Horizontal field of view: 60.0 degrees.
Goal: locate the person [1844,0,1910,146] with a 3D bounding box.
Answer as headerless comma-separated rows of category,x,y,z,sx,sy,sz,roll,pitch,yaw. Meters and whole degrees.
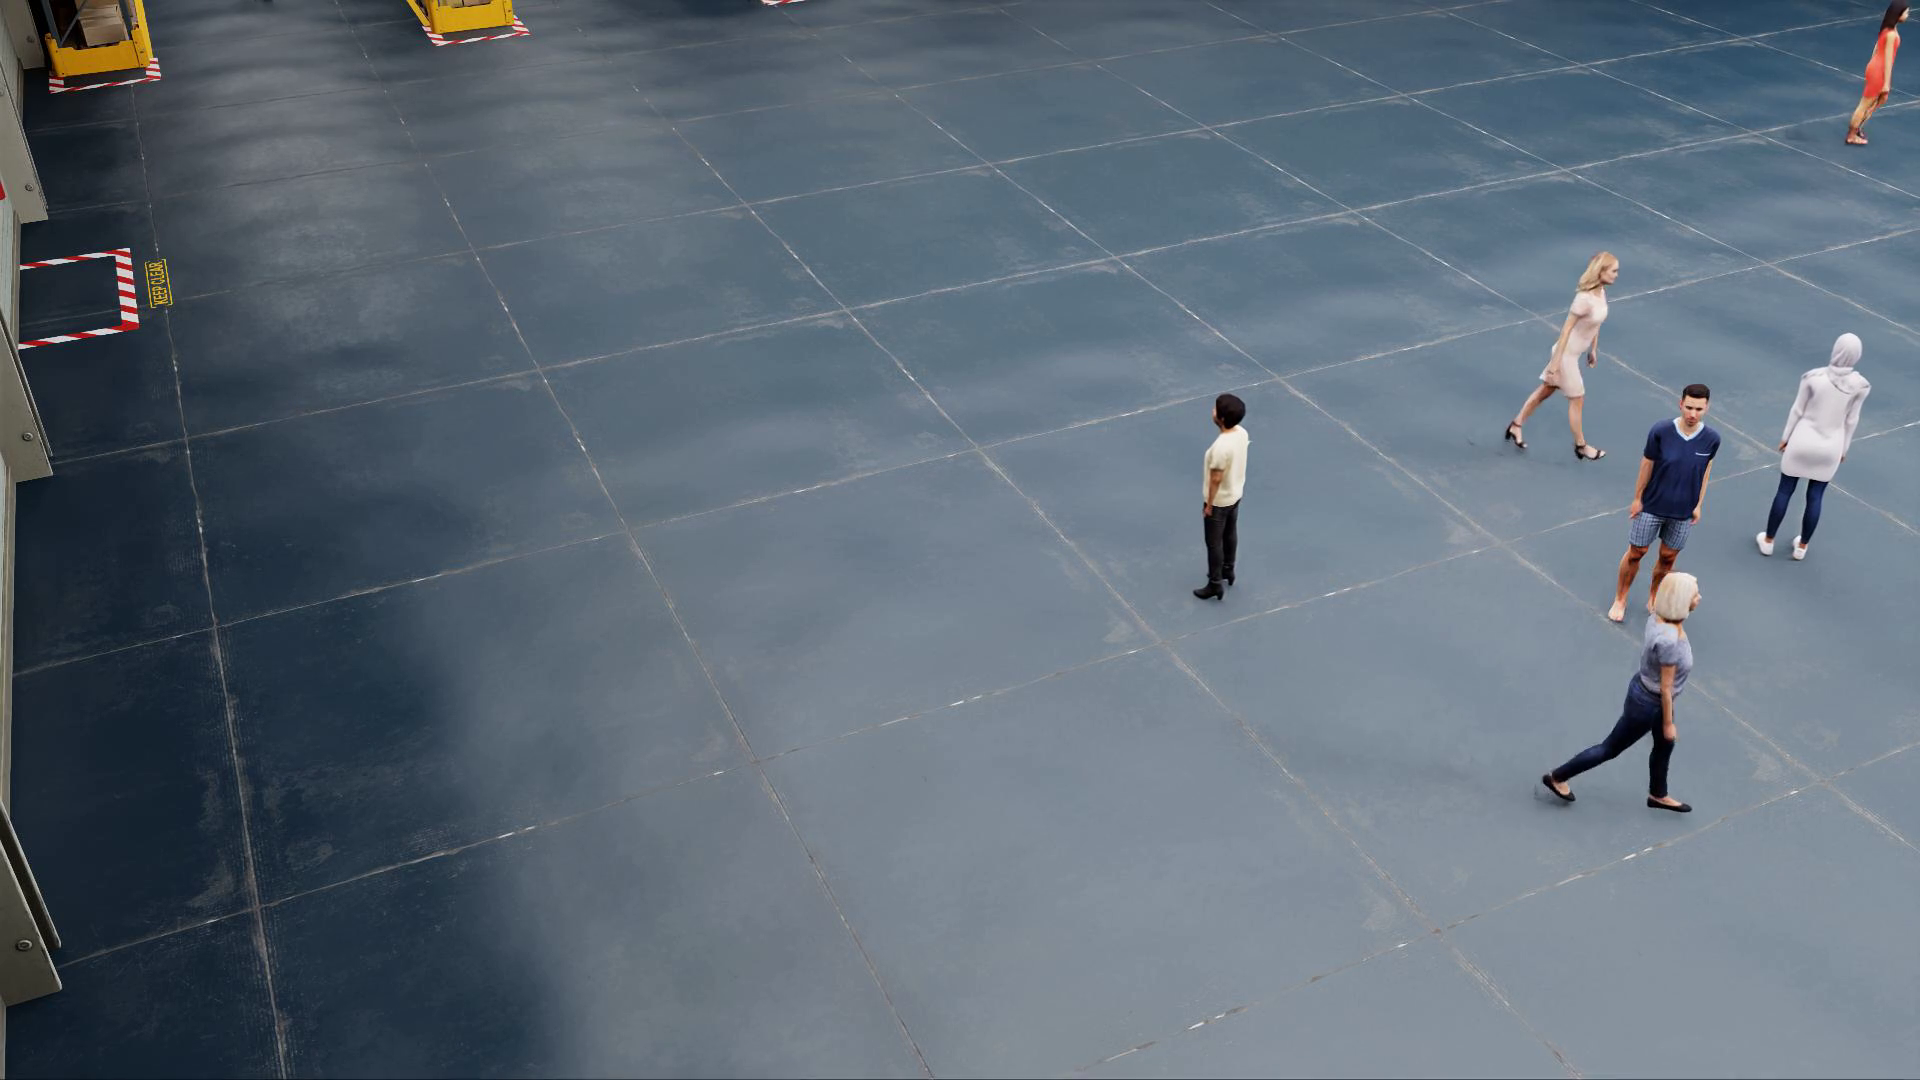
person,10.729,-5.496,19.623,0.764,1.706,0.699,10,34,15

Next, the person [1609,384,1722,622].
person,4.861,-0.255,11.433,0.710,1.848,0.744,7,34,11

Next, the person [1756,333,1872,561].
person,6.242,-0.674,12.147,0.701,1.772,0.764,12,35,18

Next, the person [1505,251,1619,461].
person,4.796,-1.467,13.369,1.125,1.769,0.911,28,42,36

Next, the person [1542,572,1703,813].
person,3.941,0.933,9.754,1.118,1.687,1.059,12,35,17

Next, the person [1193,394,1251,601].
person,1.858,-0.303,11.751,0.656,1.582,0.649,19,38,27
